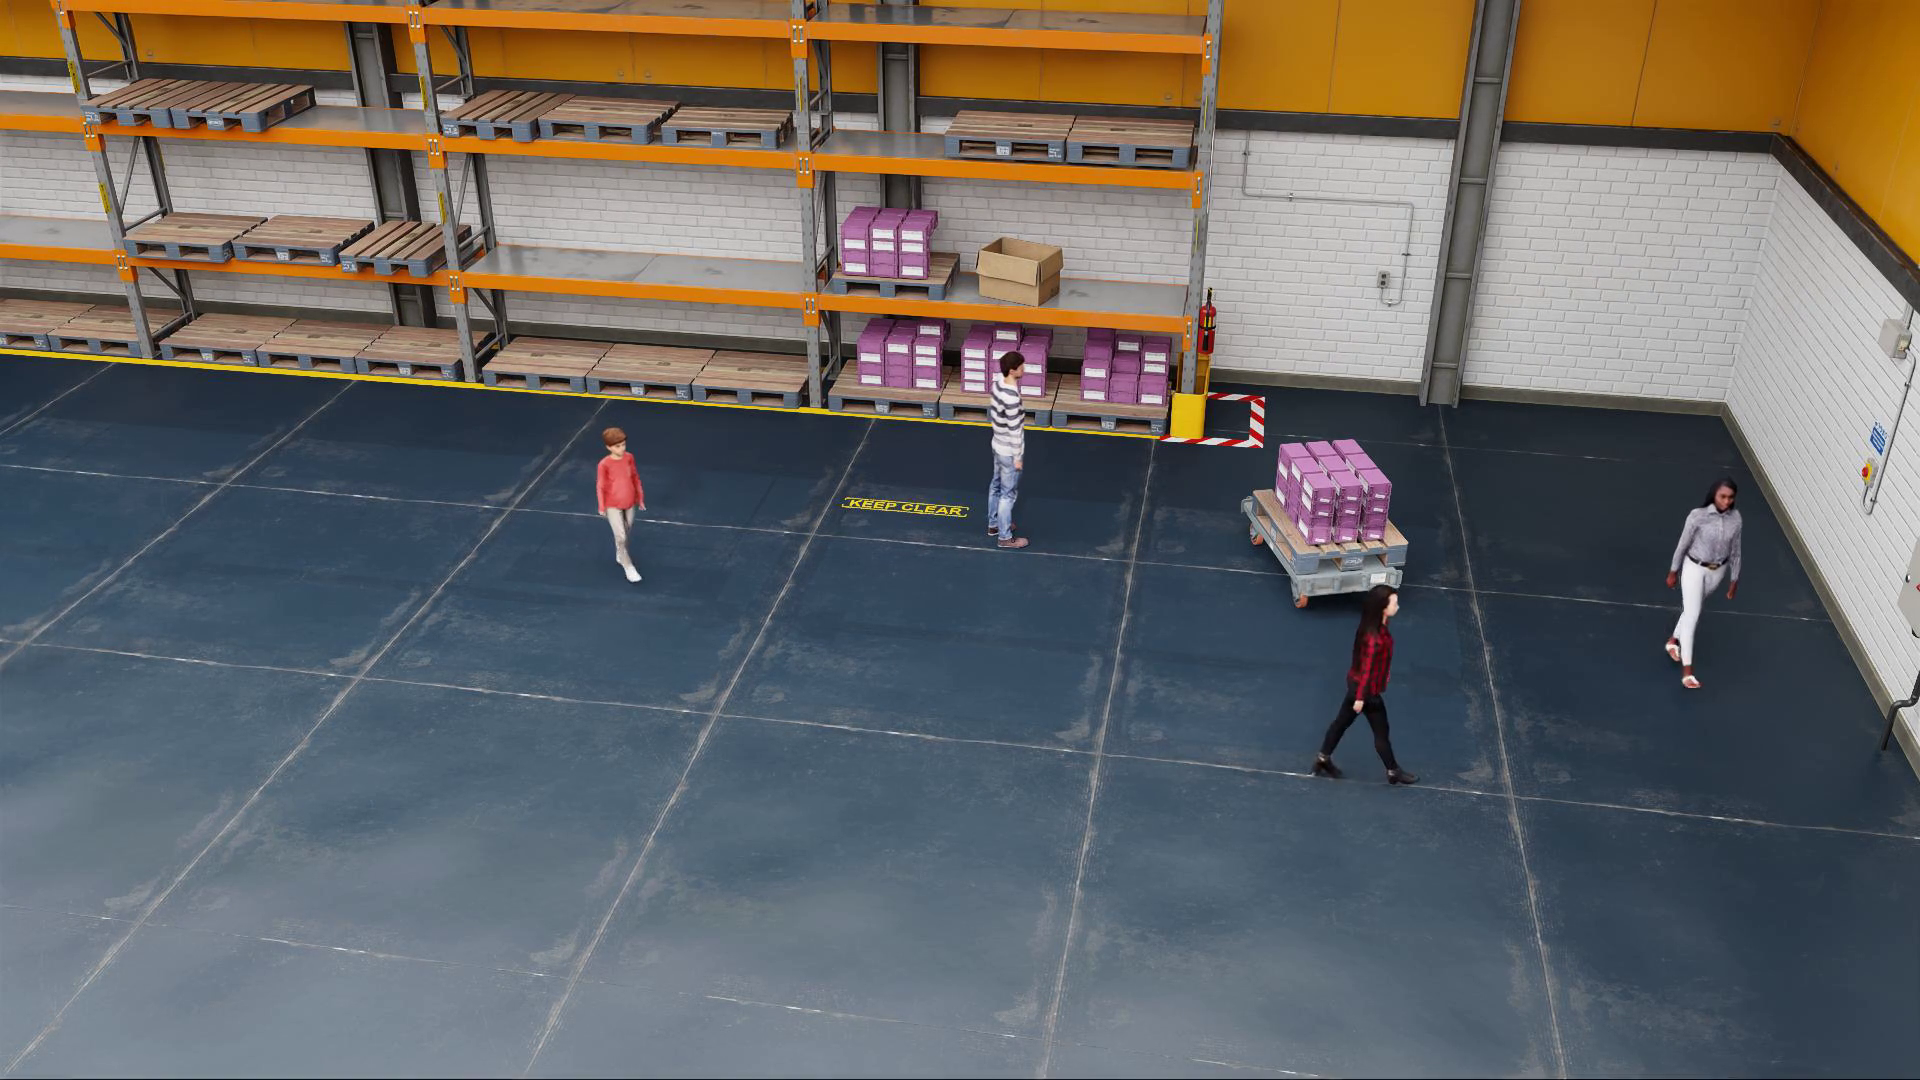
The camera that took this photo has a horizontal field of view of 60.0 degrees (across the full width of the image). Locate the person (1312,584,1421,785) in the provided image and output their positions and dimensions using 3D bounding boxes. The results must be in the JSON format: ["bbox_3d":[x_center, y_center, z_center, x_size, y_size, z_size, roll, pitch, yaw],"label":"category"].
[{"bbox_3d":[2.796,1.044,11.865,0.971,1.625,0.611,5,29,10],"label":"person"}]

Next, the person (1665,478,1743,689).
[{"bbox_3d":[5.879,0.248,13.251,1.022,1.694,0.798,0,29,1],"label":"person"}]

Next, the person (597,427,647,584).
[{"bbox_3d":[-3.035,-0.359,14.674,0.805,1.398,0.899,-23,36,-36],"label":"person"}]

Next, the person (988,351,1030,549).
[{"bbox_3d":[0.426,-0.840,15.081,0.690,1.852,0.720,-8,30,-15],"label":"person"}]
